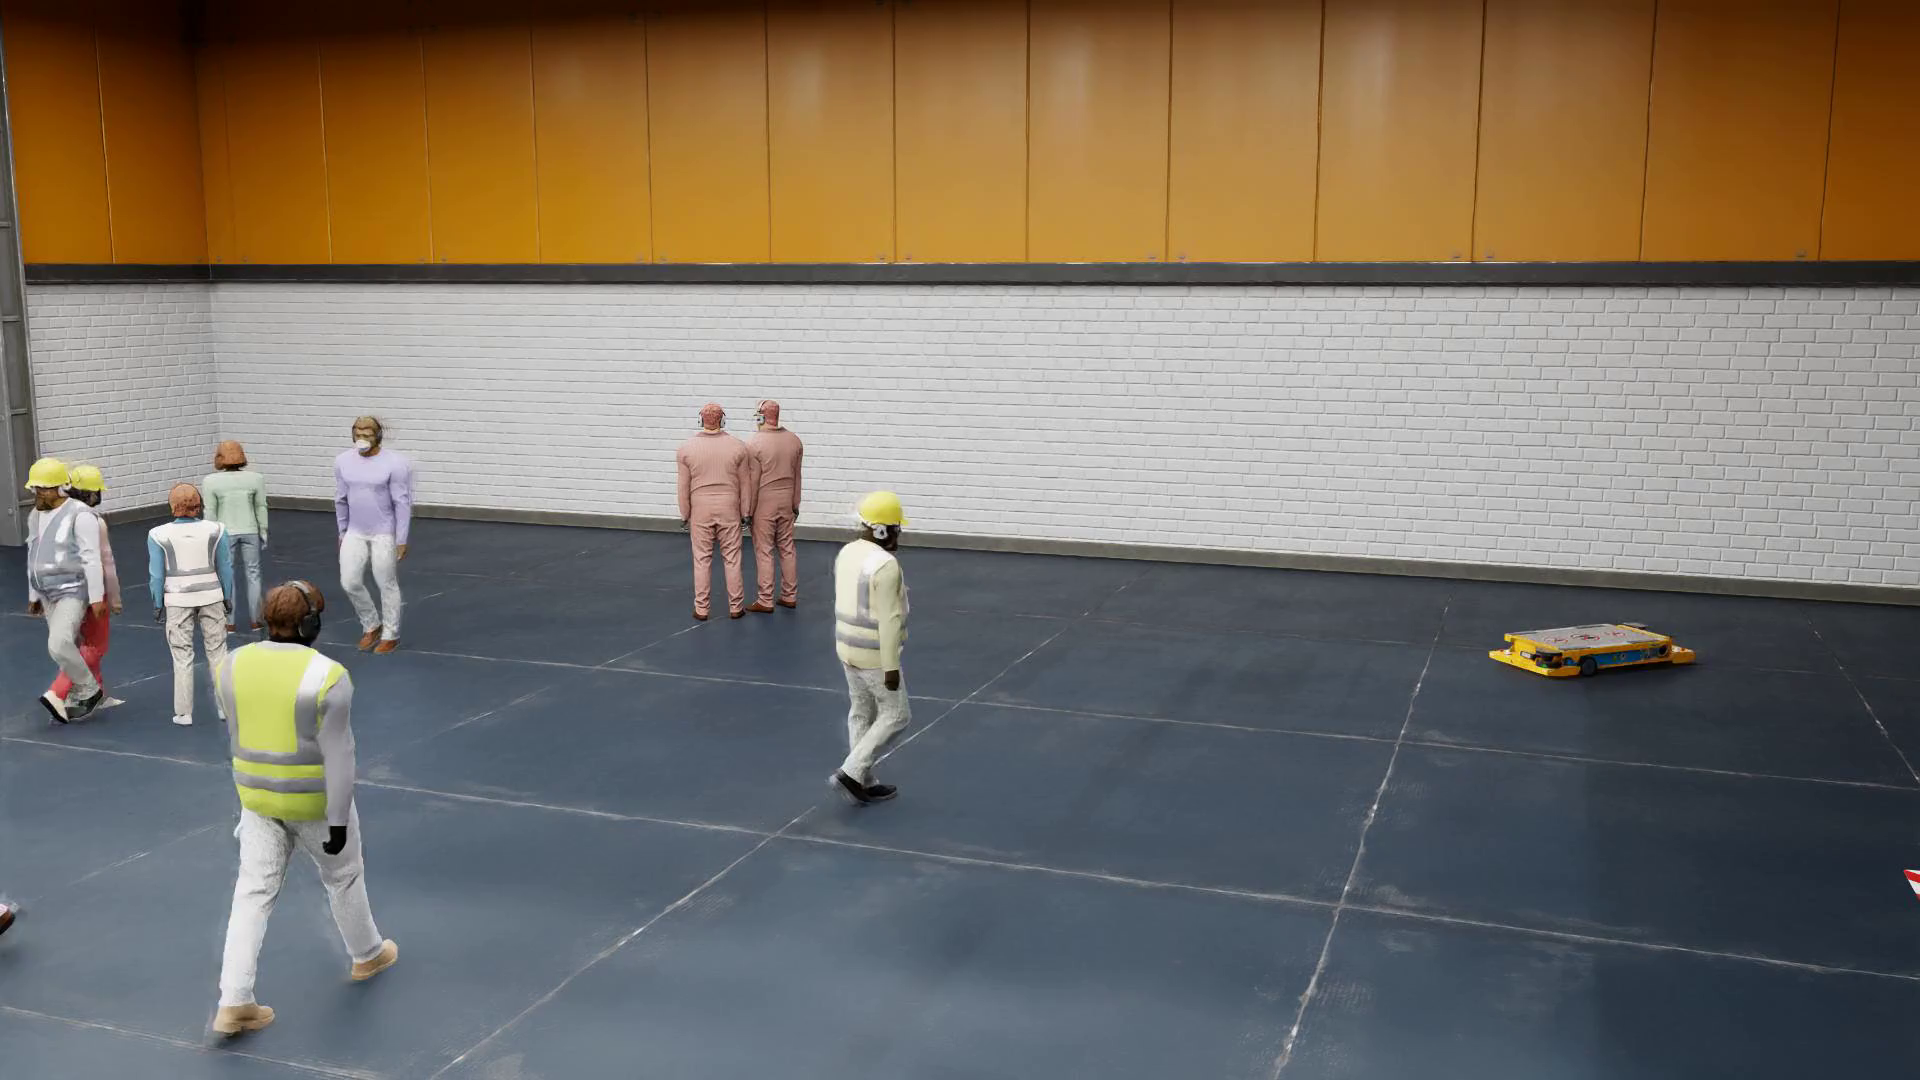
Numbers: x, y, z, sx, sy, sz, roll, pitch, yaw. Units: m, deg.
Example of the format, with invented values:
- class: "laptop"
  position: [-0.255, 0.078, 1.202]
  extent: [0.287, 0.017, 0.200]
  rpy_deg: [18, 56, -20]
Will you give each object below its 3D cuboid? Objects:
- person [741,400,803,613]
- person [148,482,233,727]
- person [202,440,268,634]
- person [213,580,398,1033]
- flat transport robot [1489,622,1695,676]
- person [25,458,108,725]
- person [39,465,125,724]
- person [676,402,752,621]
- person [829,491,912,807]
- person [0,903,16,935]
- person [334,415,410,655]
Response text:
- class: "person"
  position: [-1.703, -0.303, 14.867]
  extent: [0.406, 1.904, 0.654]
  rpy_deg: [8, 12, 42]
- class: "person"
  position: [-5.128, 0.432, 11.129]
  extent: [0.511, 1.641, 0.309]
  rpy_deg: [-6, 11, -32]
- class: "person"
  position: [-6.091, -0.025, 13.996]
  extent: [0.535, 1.632, 0.280]
  rpy_deg: [-7, 11, -36]
- class: "person"
  position: [-2.723, 1.052, 6.800]
  extent: [0.619, 1.802, 0.953]
  rpy_deg: [2, 9, 11]
- class: "flat transport robot"
  position: [4.886, 0.836, 12.855]
  extent: [1.431, 0.197, 0.652]
  rpy_deg: [-4, 10, -22]
- class: "person"
  position: [-5.994, 0.352, 11.092]
  extent: [0.623, 1.811, 0.443]
  rpy_deg: [5, 10, 28]
- class: "person"
  position: [-5.982, 0.368, 11.258]
  extent: [0.535, 1.751, 0.685]
  rpy_deg: [5, 11, 30]
- class: "person"
  position: [-2.139, -0.244, 14.503]
  extent: [0.639, 1.908, 0.409]
  rpy_deg: [-2, 9, -11]
- class: "person"
  position: [-0.504, 0.629, 9.351]
  extent: [0.460, 1.815, 0.621]
  rpy_deg: [-6, 11, -32]
- class: "person"
  position: [-4.703, 0.955, 7.193]
  extent: [0.958, 1.869, 0.635]
  rpy_deg: [-6, 11, -34]
- class: "person"
  position: [-4.631, -0.031, 13.126]
  extent: [0.653, 1.918, 0.460]
  rpy_deg: [1, 9, 9]
